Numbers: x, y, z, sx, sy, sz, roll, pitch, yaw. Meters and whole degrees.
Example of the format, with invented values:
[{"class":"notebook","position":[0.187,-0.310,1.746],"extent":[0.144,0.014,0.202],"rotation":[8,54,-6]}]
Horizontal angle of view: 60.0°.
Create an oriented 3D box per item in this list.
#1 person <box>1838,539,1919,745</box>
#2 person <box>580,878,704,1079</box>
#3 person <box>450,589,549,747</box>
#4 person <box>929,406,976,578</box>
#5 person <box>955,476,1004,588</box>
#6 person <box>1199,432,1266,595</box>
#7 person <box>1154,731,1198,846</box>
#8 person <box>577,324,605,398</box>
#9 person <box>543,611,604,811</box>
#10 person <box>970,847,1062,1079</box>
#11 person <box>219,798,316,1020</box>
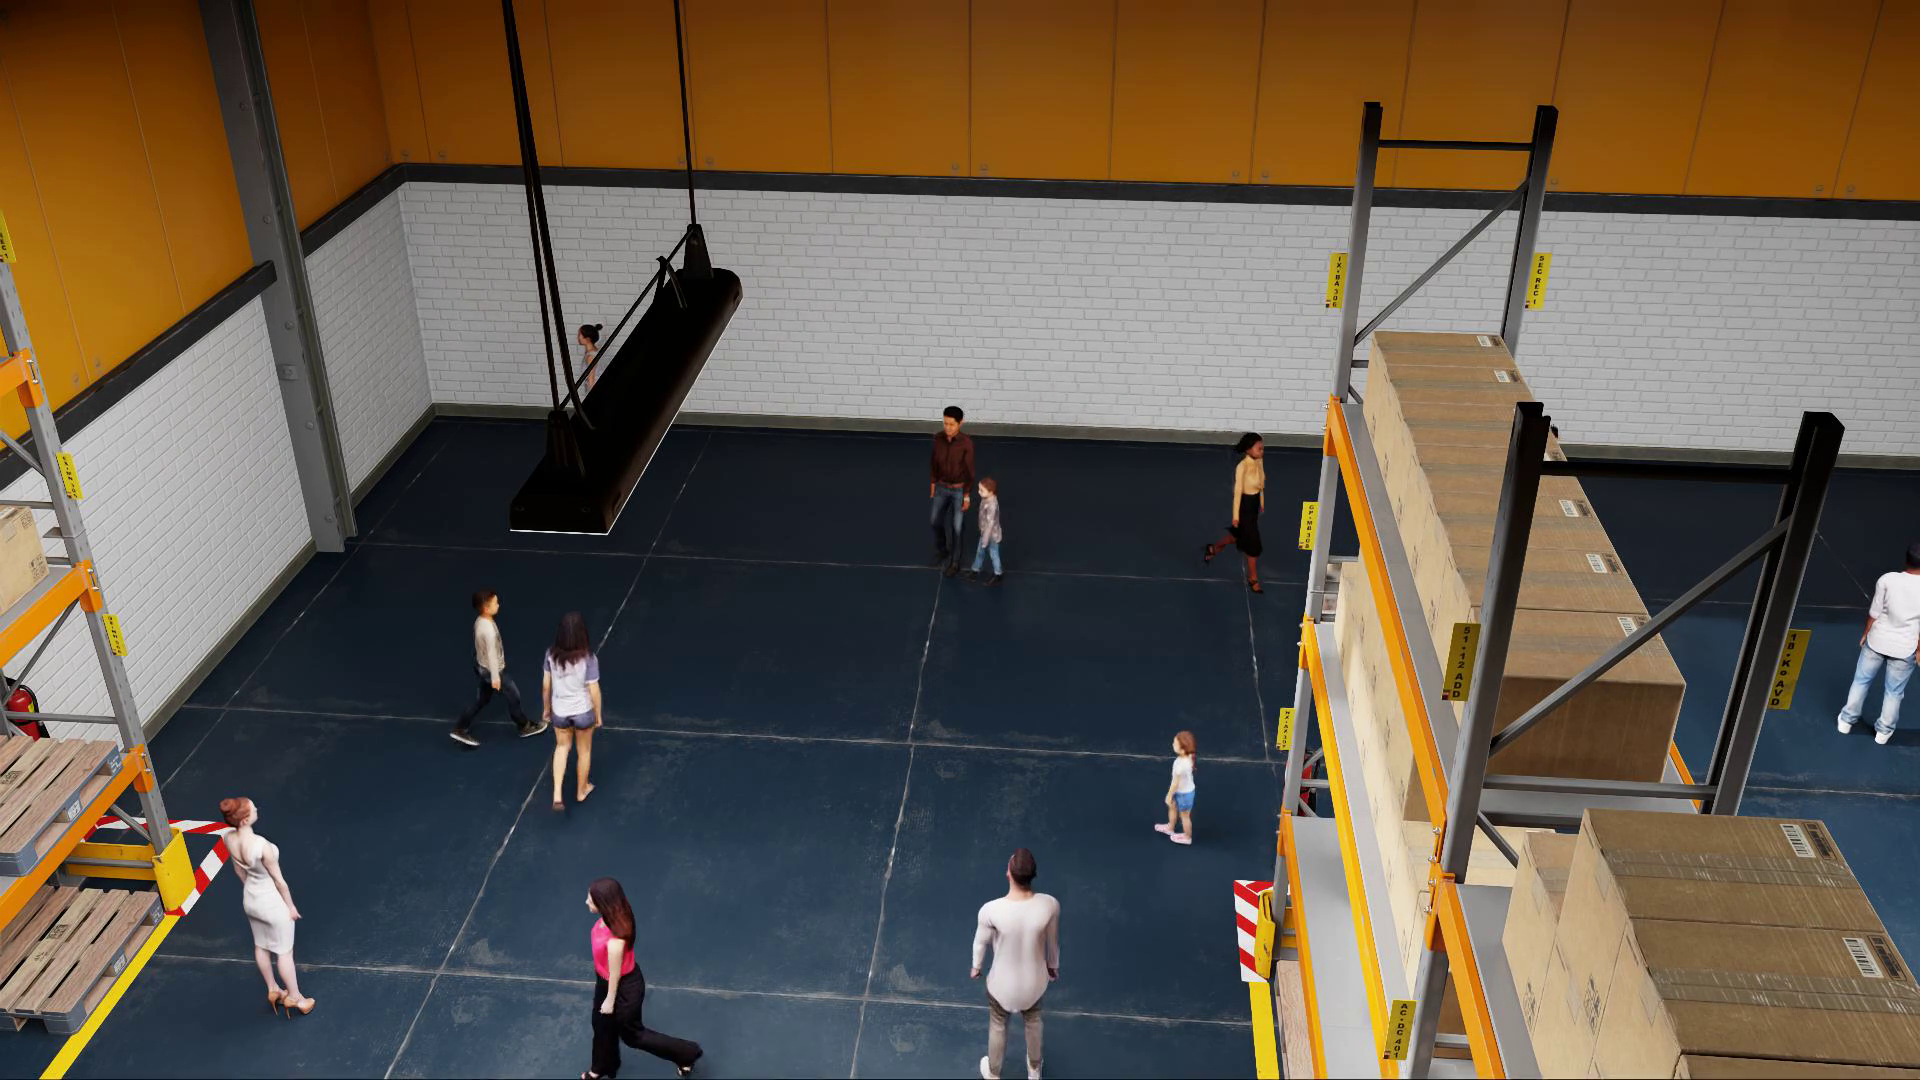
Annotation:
[{"class":"person","position":[7.700,0.831,13.739],"extent":[0.723,1.807,0.735],"rotation":[20,34,31]},{"class":"person","position":[-2.034,2.778,10.347],"extent":[0.892,1.636,1.024],"rotation":[-8,30,-15]},{"class":"person","position":[-3.927,1.082,13.659],"extent":[0.983,1.442,1.027],"rotation":[-15,32,-25]},{"class":"person","position":[-0.031,-0.507,16.227],"extent":[0.737,1.772,0.712],"rotation":[14,31,23]},{"class":"person","position":[0.337,-0.082,16.065],"extent":[0.671,1.181,0.675],"rotation":[-5,29,-9]},{"class":"person","position":[2.688,-0.287,15.976],"extent":[0.961,1.627,1.010],"rotation":[19,34,31]},{"class":"person","position":[1.736,1.893,12.620],"extent":[0.565,1.013,0.522],"rotation":[10,30,18]},{"class":"person","position":[-4.035,-1.640,18.471],"extent":[0.655,1.612,0.511],"rotation":[-4,29,-6]},{"class":"person","position":[-3.004,1.378,12.832],"extent":[0.661,1.715,0.817],"rotation":[2,29,4]},{"class":"person","position":[0.375,2.690,10.300],"extent":[0.763,1.835,0.696],"rotation":[-6,29,-11]},{"class":"person","position":[-4.552,2.396,10.885],"extent":[0.624,1.793,0.590],"rotation":[13,31,23]}]
